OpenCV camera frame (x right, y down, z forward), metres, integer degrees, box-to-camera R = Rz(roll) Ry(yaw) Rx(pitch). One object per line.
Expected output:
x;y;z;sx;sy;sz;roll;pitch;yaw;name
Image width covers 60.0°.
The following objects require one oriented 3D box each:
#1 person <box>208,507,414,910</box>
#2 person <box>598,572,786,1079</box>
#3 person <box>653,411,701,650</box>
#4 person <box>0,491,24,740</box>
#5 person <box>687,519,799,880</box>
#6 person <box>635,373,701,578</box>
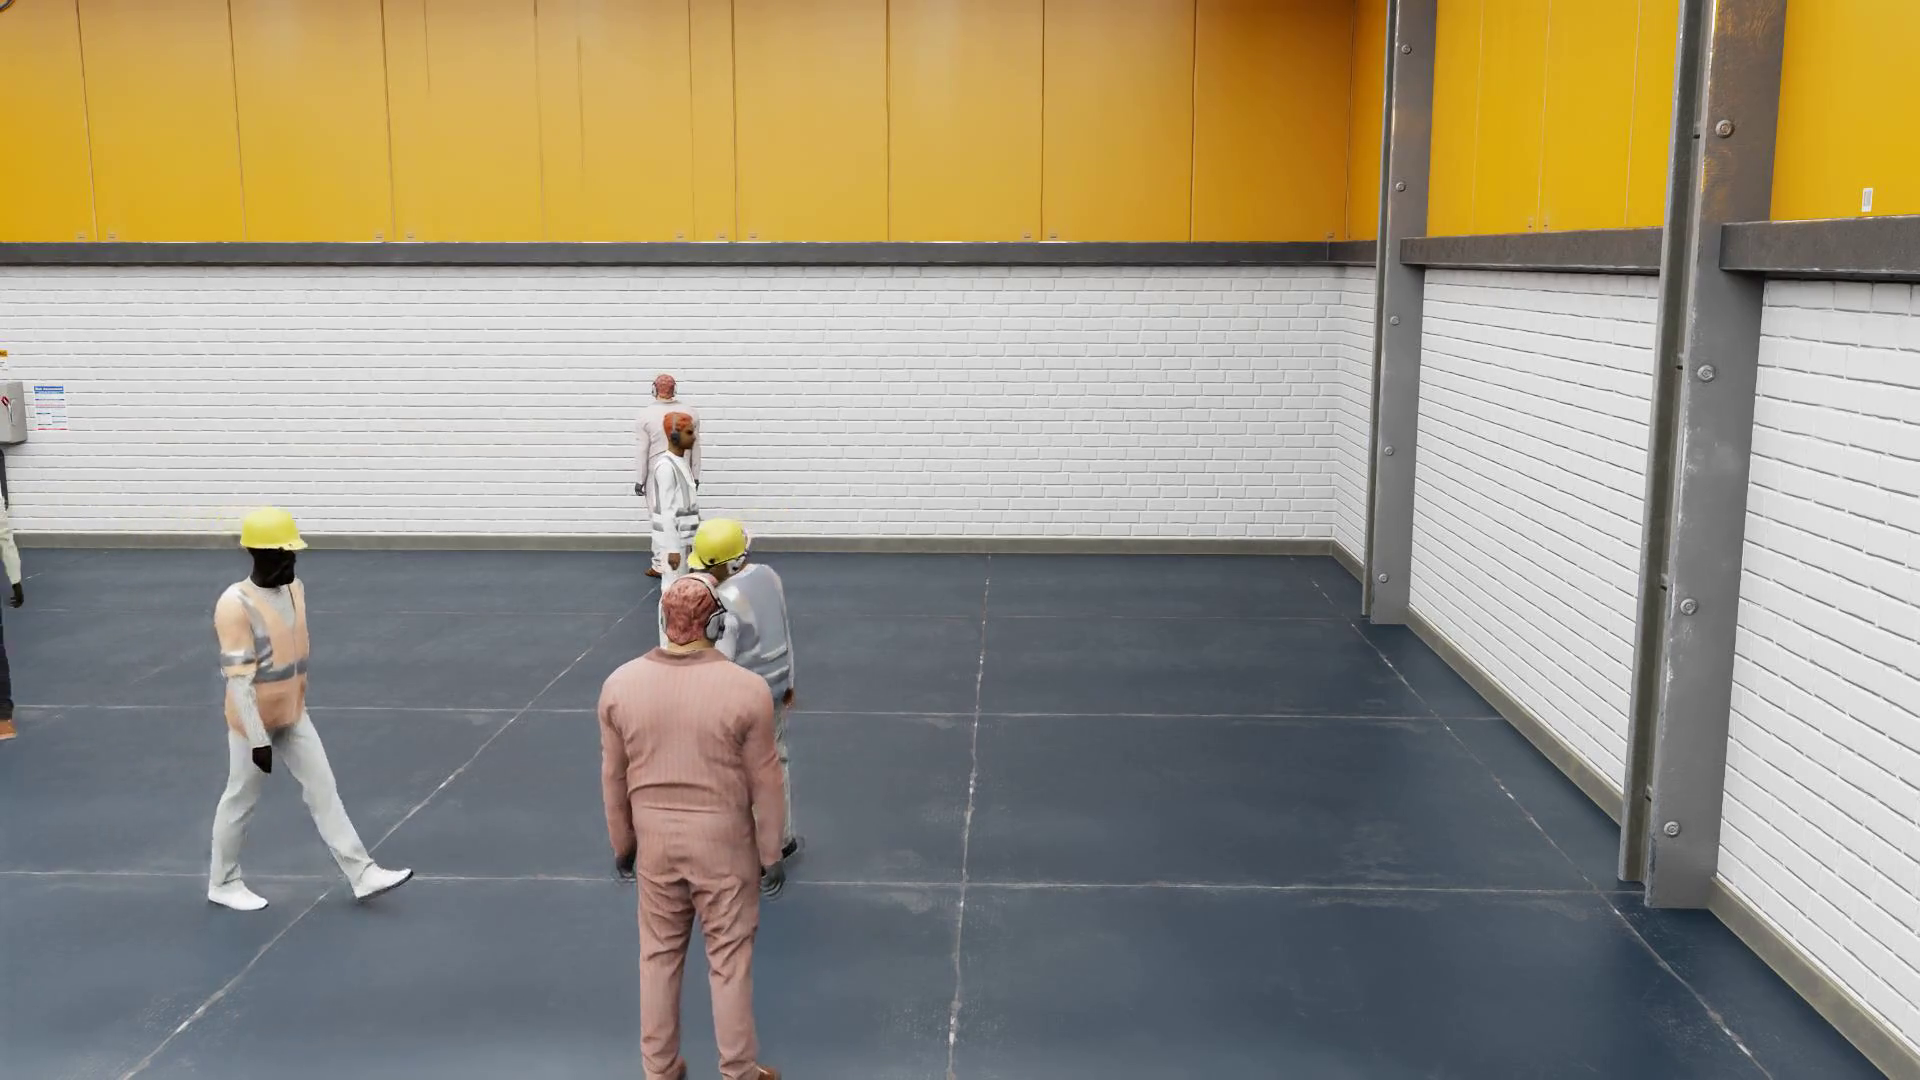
-3.041;0.785;7.521;0.983;1.874;0.613;2;10;13;person
-0.913;1.057;5.844;0.651;1.906;0.403;2;10;13;person
-2.044;0.012;12.023;0.337;1.883;0.583;0;10;0;person
-6.215;0.266;10.320;0.687;1.955;0.673;-8;12;-39;person
-1.012;0.751;8.026;0.406;1.790;0.721;4;11;23;person
-2.742;-0.600;15.543;0.651;1.906;0.404;-6;11;-32;person
